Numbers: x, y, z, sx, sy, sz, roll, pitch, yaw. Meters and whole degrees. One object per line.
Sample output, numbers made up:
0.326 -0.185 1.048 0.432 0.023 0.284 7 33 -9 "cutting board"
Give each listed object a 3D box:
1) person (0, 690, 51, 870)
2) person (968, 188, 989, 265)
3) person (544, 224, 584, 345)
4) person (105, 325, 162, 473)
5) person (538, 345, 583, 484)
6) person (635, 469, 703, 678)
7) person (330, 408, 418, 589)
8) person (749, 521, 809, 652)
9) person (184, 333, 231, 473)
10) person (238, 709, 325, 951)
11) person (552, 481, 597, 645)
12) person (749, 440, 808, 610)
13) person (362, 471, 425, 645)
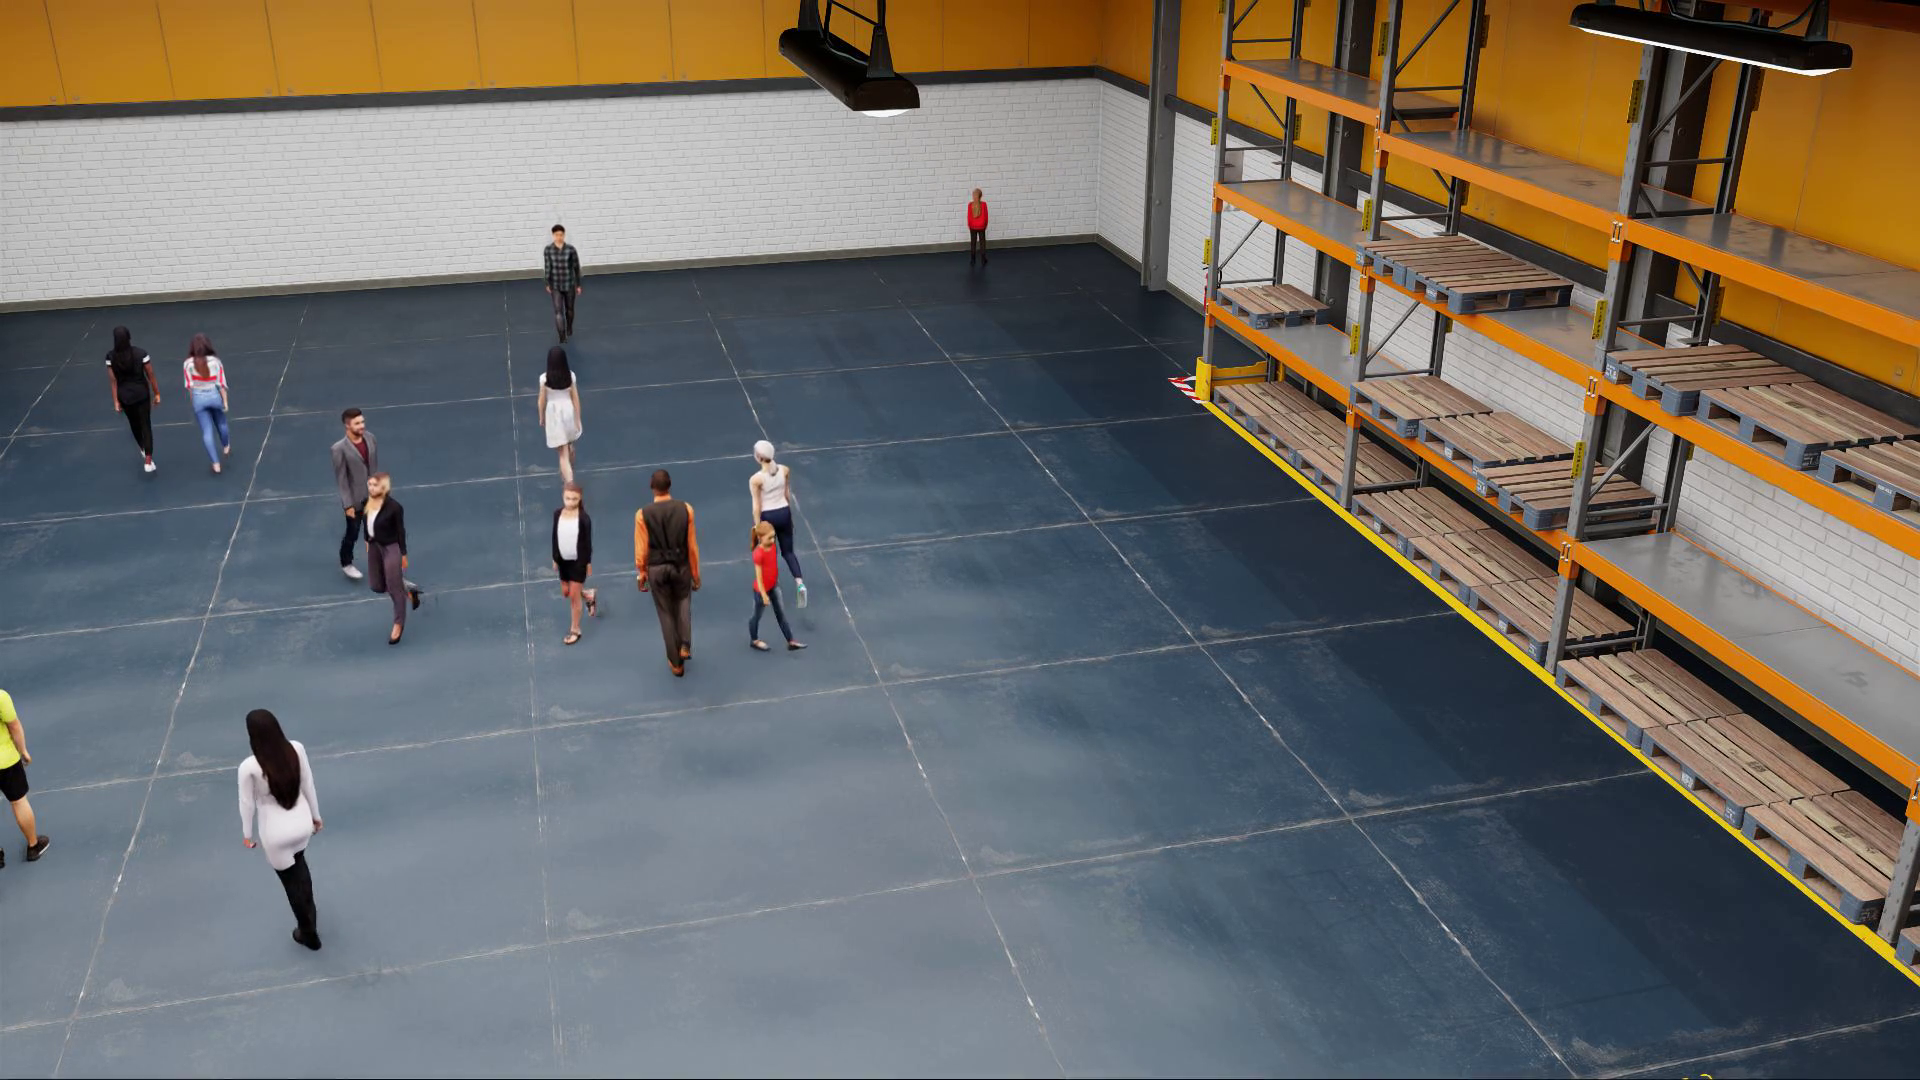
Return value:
-6.943 1.555 11.904 0.653 1.708 0.557 -10 25 -21 "person"
0.303 -5.309 28.132 0.562 1.286 0.591 1 24 2 "person"
-5.682 -3.679 23.774 0.756 1.676 1.099 -4 24 -9 "person"
-9.479 -1.588 19.124 0.706 1.683 1.201 -8 25 -19 "person"
-4.349 -1.220 18.228 0.760 1.727 1.214 -11 26 -23 "person"
-2.506 0.323 14.488 0.721 1.894 0.711 -8 25 -18 "person"
-5.890 -0.398 16.222 1.305 1.827 1.195 15 28 31 "person"
-1.814 0.420 15.027 0.857 1.286 0.794 13 27 27 "person"
-8.670 -1.550 19.188 0.725 1.562 1.114 -11 26 -24 "person"
-4.385 1.942 10.906 0.772 1.797 0.737 18 30 36 "person"
-3.529 0.158 15.317 0.810 1.533 0.954 6 24 15 "person"
-1.713 -0.113 15.758 0.821 1.677 1.125 -14 27 -28 "person"
-5.193 0.125 15.236 0.841 1.659 0.920 10 25 21 "person"
